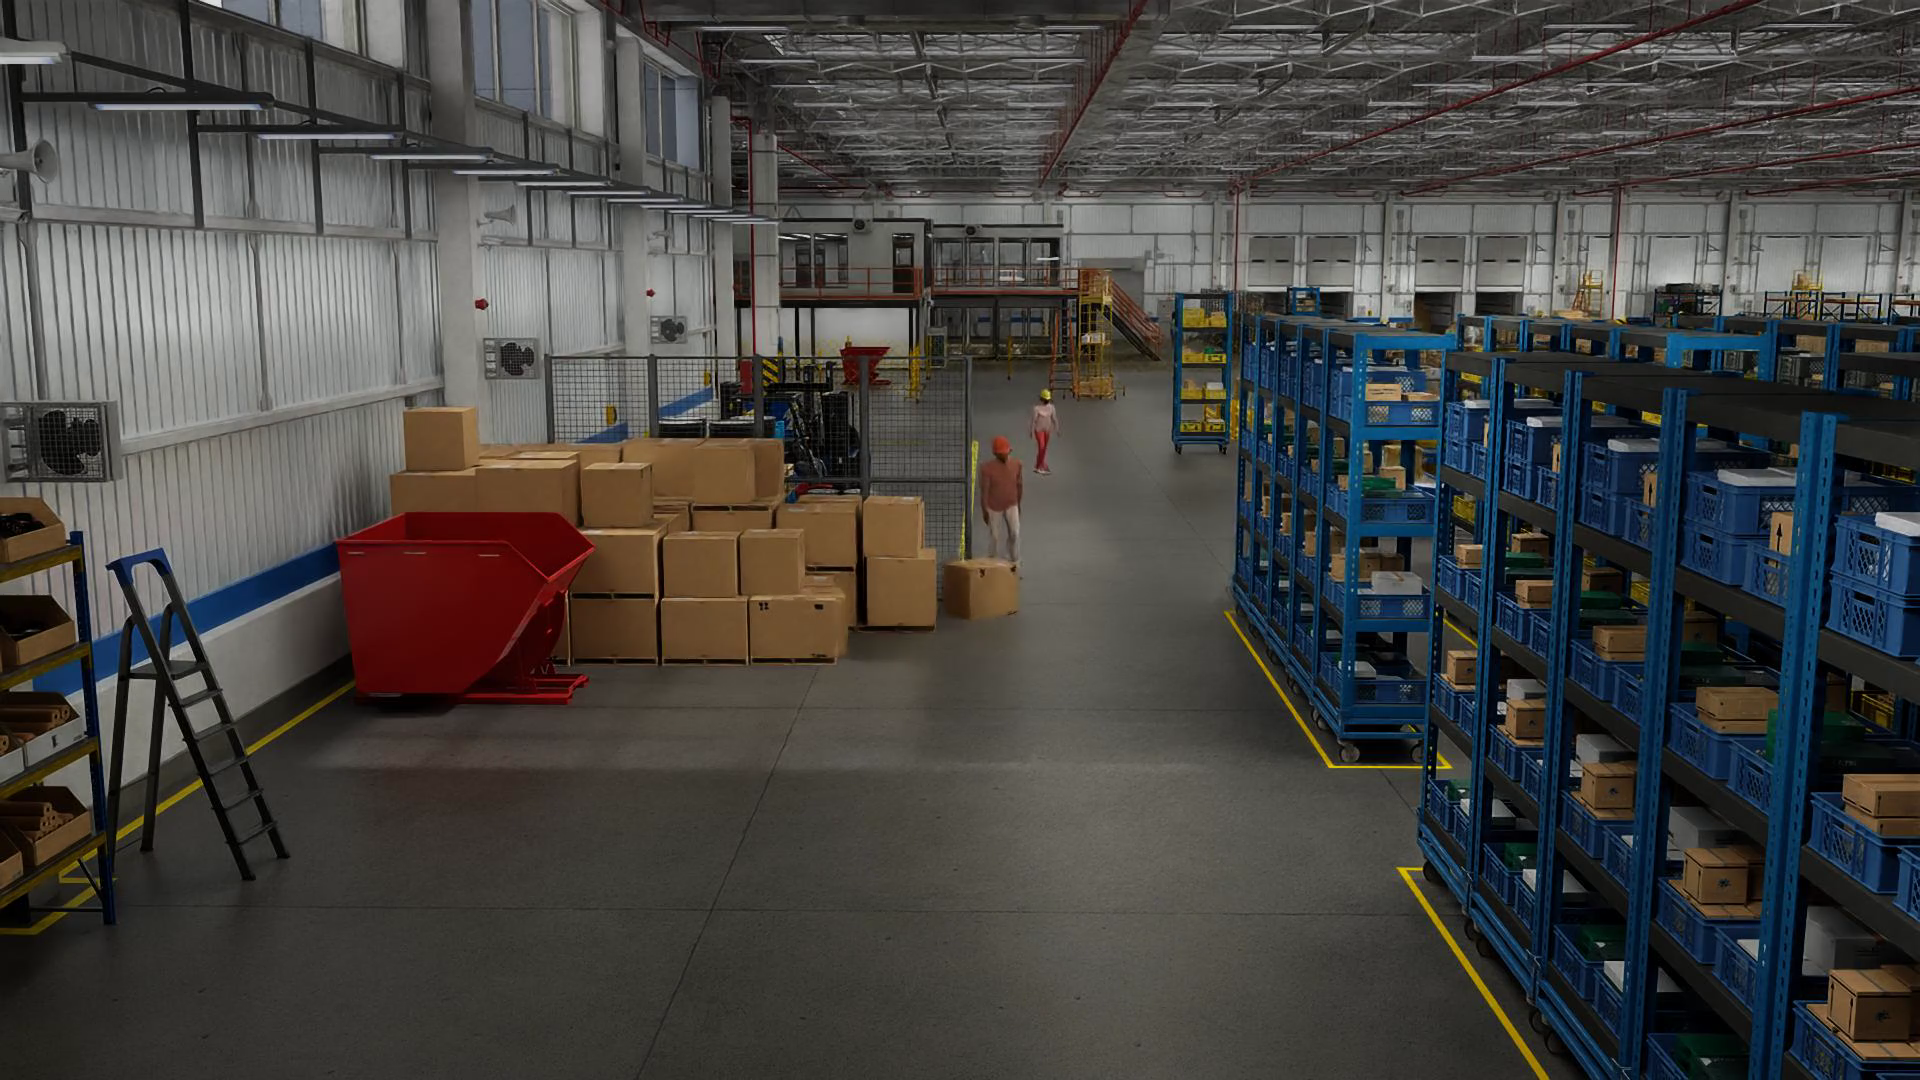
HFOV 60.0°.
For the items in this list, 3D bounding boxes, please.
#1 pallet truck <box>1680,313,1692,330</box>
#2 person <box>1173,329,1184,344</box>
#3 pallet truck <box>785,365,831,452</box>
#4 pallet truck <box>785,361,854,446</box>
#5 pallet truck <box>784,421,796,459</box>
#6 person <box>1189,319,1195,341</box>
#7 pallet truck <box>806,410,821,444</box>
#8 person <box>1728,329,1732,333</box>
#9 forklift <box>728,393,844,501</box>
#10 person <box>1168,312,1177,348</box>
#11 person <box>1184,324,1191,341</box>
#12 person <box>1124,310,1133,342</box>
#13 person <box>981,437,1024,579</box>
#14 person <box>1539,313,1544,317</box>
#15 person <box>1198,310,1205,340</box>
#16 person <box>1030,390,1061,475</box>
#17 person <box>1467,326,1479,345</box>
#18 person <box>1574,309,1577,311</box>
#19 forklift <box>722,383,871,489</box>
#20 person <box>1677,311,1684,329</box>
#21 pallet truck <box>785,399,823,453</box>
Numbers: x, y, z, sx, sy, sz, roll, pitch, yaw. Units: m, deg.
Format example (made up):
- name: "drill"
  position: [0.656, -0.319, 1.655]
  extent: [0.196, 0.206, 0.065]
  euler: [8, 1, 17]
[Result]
- name: "pallet truck"
  position: [36.315, -10.531, 84.244]
  extent: [0.823, 1.965, 1.885]
  euler: [-6, 11, -33]
- name: "person"
  position: [10.210, -9.370, 77.668]
  extent: [0.533, 1.794, 0.963]
  euler: [2, 9, 11]
- name: "pallet truck"
  position: [-3.774, -2.976, 37.635]
  extent: [1.885, 1.965, 0.823]
  euler: [1, 9, 5]
- name: "pallet truck"
  position: [-3.410, -3.193, 38.978]
  extent: [1.885, 1.965, 0.823]
  euler: [0, 9, -1]
- name: "pallet truck"
  position: [-4.013, -1.793, 32.705]
  extent: [1.601, 1.201, 0.680]
  euler: [0, 9, 1]
- name: "person"
  position: [13.555, -12.637, 97.481]
  extent: [0.538, 1.917, 0.610]
  euler: [2, 9, 13]
- name: "pallet truck"
  position: [-3.559, -2.018, 33.905]
  extent: [1.522, 1.261, 0.704]
  euler: [0, 9, -1]
- name: "person"
  position: [29.806, -7.331, 64.594]
  extent: [0.603, 1.967, 0.367]
  euler: [-6, 11, -35]
- name: "forklift"
  position: [-2.979, -1.316, 26.476]
  extent: [2.680, 1.987, 1.157]
  euler: [0, 9, 1]
- name: "person"
  position: [11.350, -11.142, 88.247]
  extent: [0.383, 1.921, 0.597]
  euler: [-4, 10, -25]
- name: "person"
  position: [13.215, -12.462, 96.631]
  extent: [0.621, 1.845, 0.429]
  euler: [-6, 11, -35]
- name: "person"
  position: [9.644, -12.256, 95.295]
  extent: [0.515, 1.866, 0.333]
  euler: [-1, 9, -3]
- name: "person"
  position: [0.582, -0.433, 22.184]
  extent: [0.638, 1.919, 0.895]
  euler: [-3, 10, -17]
- name: "person"
  position: [30.592, -11.032, 87.726]
  extent: [0.615, 1.870, 1.008]
  euler: [-6, 11, -33]
- name: "person"
  position: [14.312, -12.726, 98.104]
  extent: [0.521, 1.893, 0.631]
  euler: [-2, 10, -15]
- name: "person"
  position: [1.727, -2.160, 33.471]
  extent: [0.530, 1.717, 0.890]
  euler: [-6, 11, -34]
- name: "person"
  position: [25.029, -9.915, 81.113]
  extent: [0.590, 1.783, 1.134]
  euler: [8, 12, 41]
- name: "person"
  position: [34.286, -11.897, 92.848]
  extent: [0.354, 1.939, 0.544]
  euler: [2, 9, 14]
- name: "forklift"
  position: [-2.893, -1.687, 28.729]
  extent: [2.680, 1.987, 1.157]
  euler: [0, 9, -1]
- name: "person"
  position: [38.958, -11.422, 89.956]
  extent: [0.592, 1.926, 0.366]
  euler: [-7, 11, -36]
- name: "pallet truck"
  position: [-3.814, -2.432, 36.419]
  extent: [1.630, 1.274, 0.653]
  euler: [0, 9, 1]
